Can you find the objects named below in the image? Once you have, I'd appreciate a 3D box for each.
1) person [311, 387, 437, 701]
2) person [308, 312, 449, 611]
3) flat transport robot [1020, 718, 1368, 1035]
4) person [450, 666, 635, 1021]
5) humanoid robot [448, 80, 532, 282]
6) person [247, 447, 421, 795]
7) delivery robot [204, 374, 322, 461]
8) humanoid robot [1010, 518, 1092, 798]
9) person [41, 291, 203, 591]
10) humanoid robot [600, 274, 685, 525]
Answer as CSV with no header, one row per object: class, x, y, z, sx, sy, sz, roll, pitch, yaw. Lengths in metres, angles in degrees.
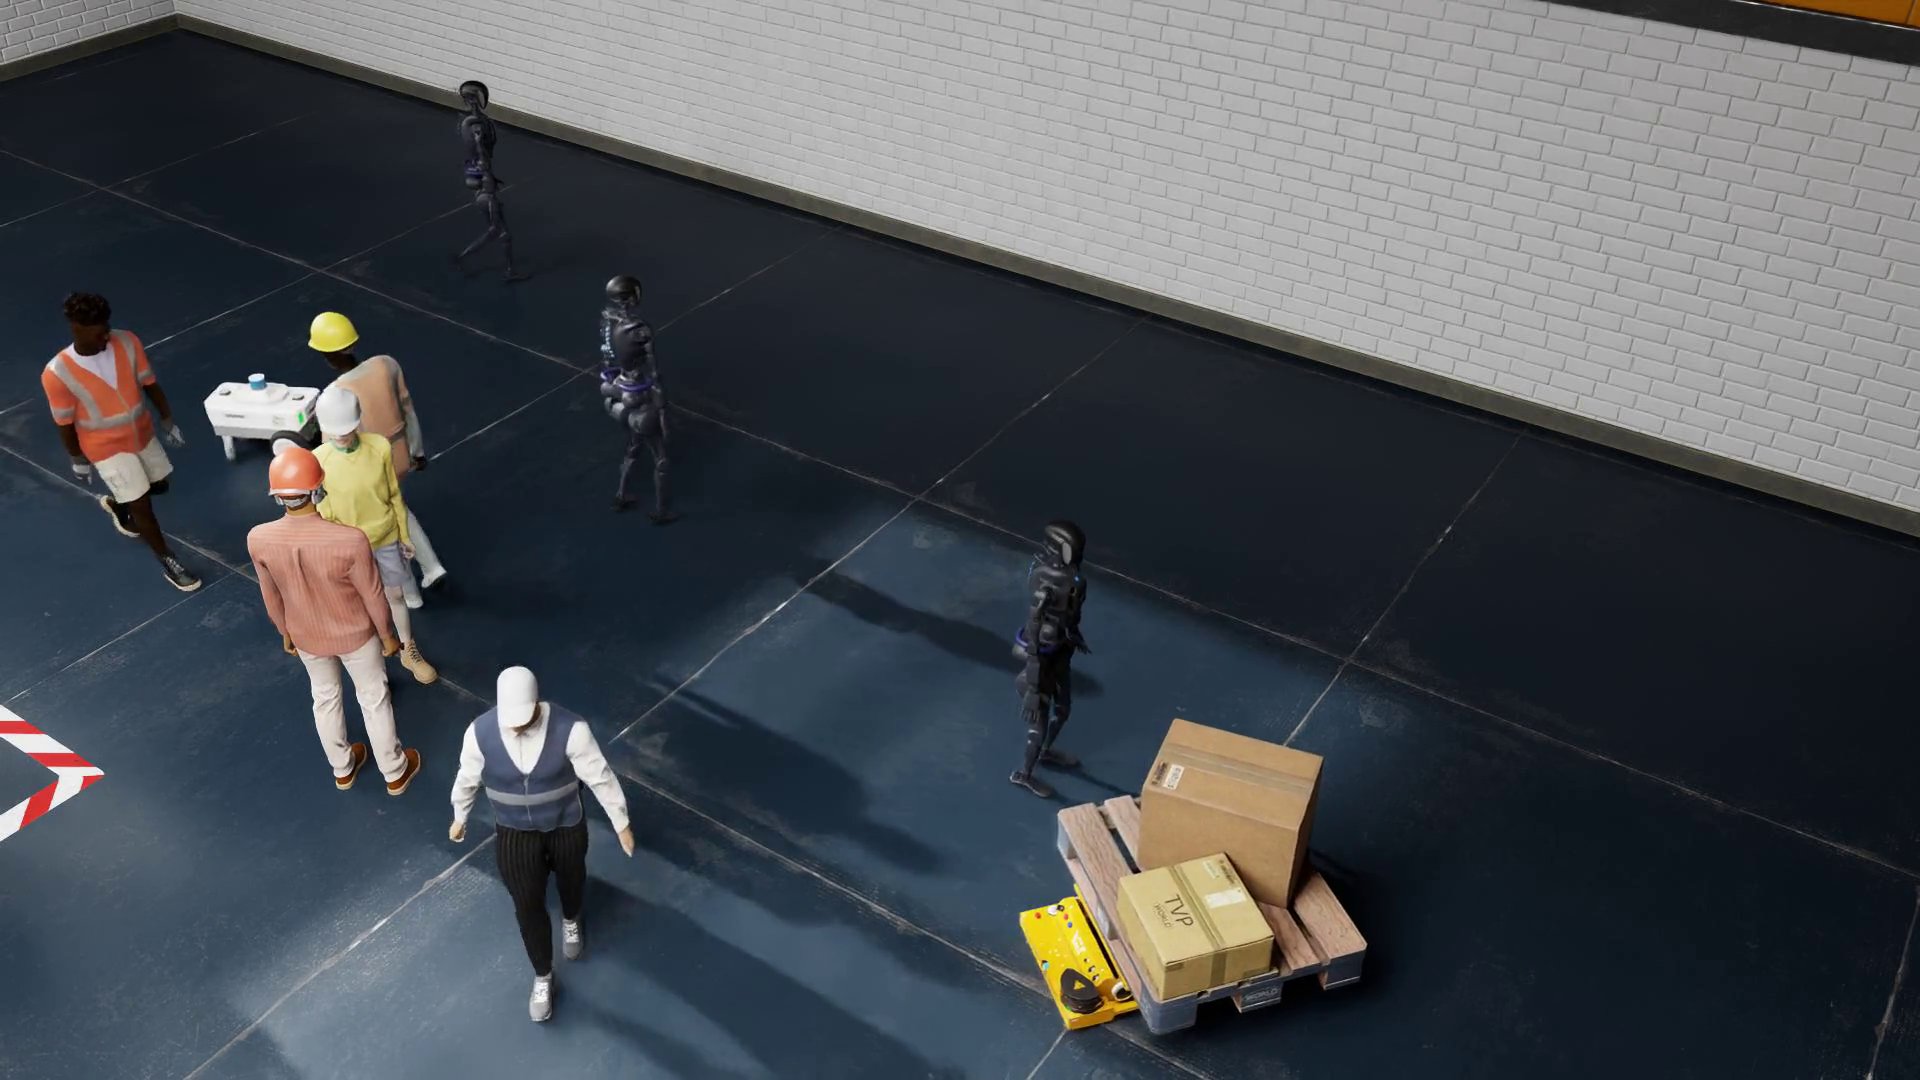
person,-3.148,0.007,8.844,0.474,1.889,0.399,-24,42,-31
person,-3.319,-0.424,9.427,0.418,1.916,0.627,17,38,23
flat transport robot,1.058,1.794,7.700,1.431,0.231,0.659,-10,36,-14
person,-1.804,1.288,7.139,0.795,1.731,0.756,-6,35,-9
humanoid robot,-3.786,-2.780,13.022,0.620,1.630,0.613,-10,36,-14
person,-3.061,0.427,8.161,0.610,1.986,0.401,3,35,4
delivery robot,-4.640,-0.832,11.209,0.773,0.602,0.502,4,35,6
humanoid robot,0.451,0.569,8.221,0.319,1.648,0.616,15,38,20
person,-4.949,-0.619,9.702,0.811,1.931,0.637,18,39,24
humanoid robot,-2.035,-0.867,10.285,0.596,1.644,0.381,28,44,34
